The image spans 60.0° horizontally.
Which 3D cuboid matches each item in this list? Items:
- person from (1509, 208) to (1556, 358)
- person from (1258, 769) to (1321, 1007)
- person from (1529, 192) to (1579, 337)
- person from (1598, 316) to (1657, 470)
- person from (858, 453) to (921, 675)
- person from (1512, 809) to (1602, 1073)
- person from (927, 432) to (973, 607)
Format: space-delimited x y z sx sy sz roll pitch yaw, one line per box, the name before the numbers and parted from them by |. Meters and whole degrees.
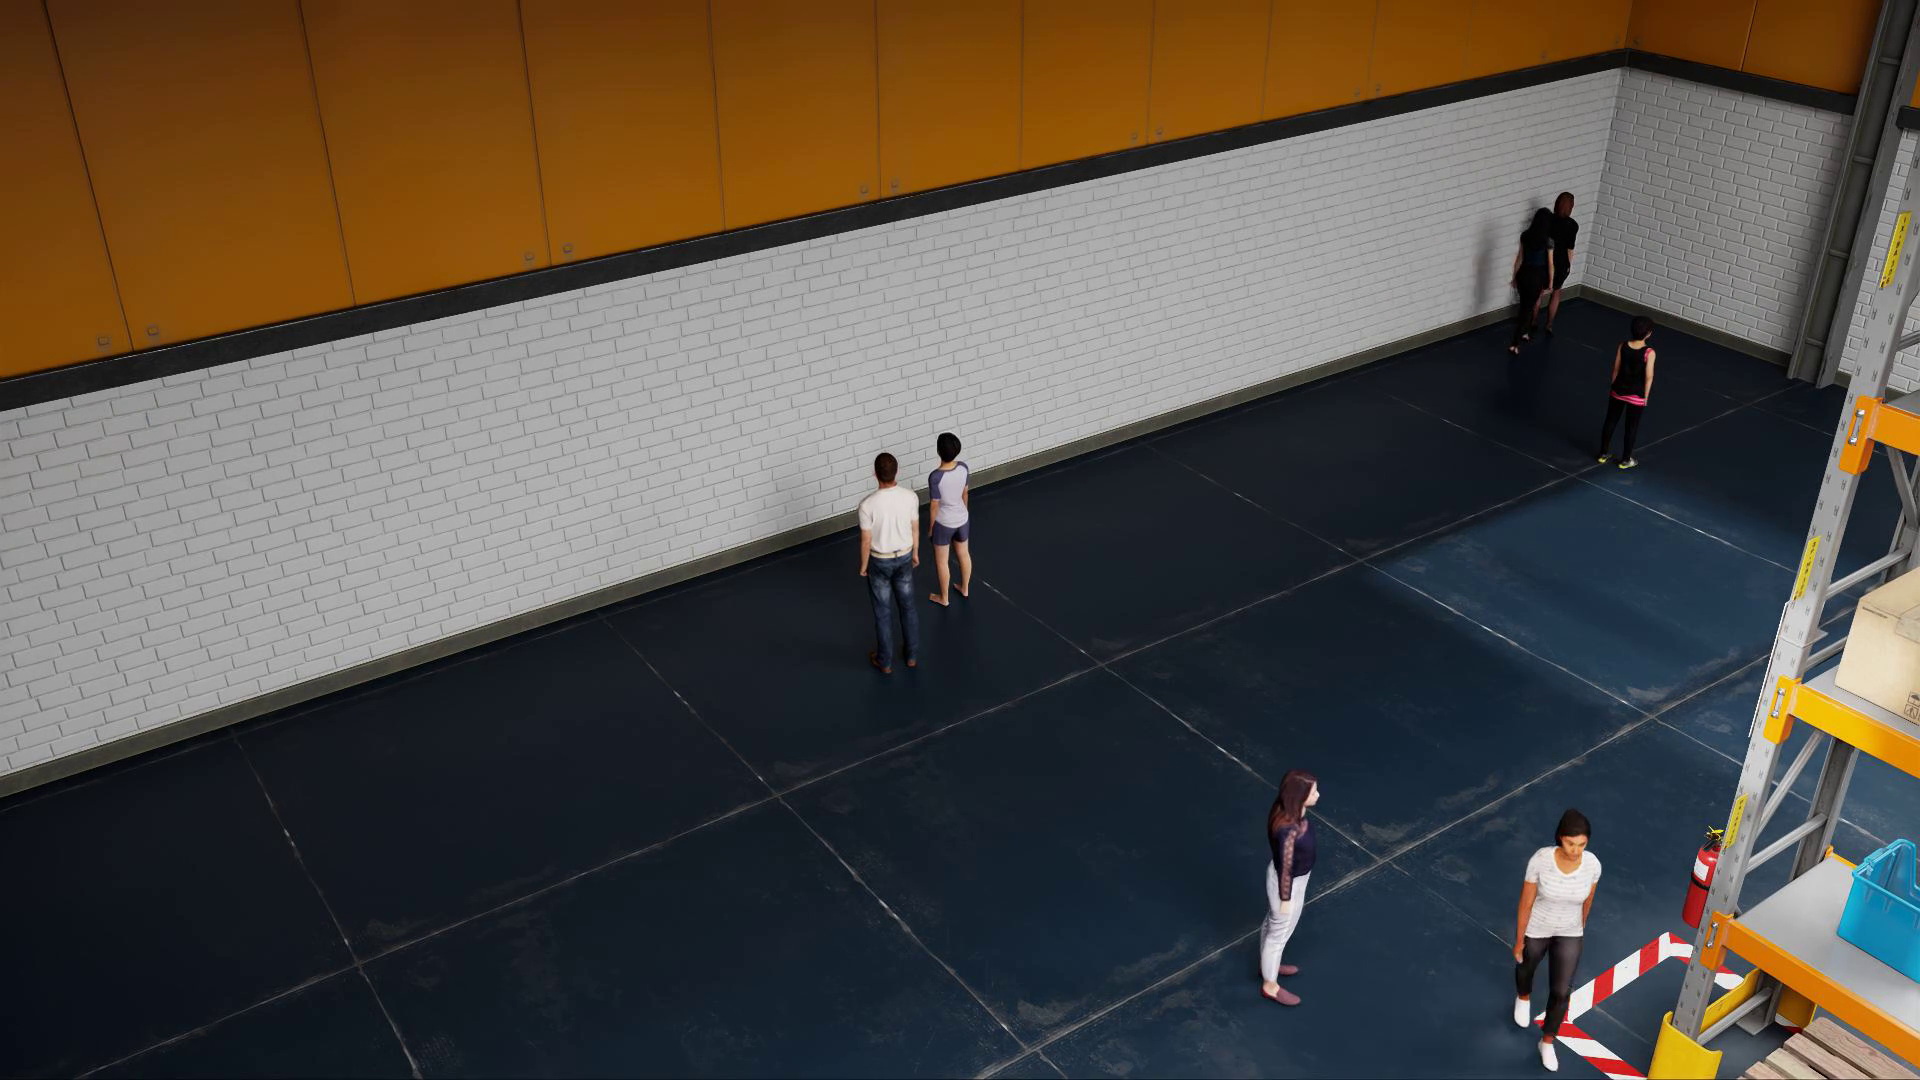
person | 6.387 -2.870 18.746 0.826 1.716 0.736 24 37 37
person | 1.952 2.034 9.869 0.731 1.607 0.665 4 29 7
person | 6.916 -3.224 19.412 0.565 1.701 0.709 18 33 29
person | 6.575 -1.469 16.350 0.623 1.551 0.476 -25 37 -37
person | -0.544 0.178 13.016 0.704 1.853 0.620 -12 31 -21
person | 3.382 2.180 9.592 0.876 1.617 0.928 6 29 11
person | -0.089 -0.188 13.987 0.558 1.565 0.517 -20 34 -32
